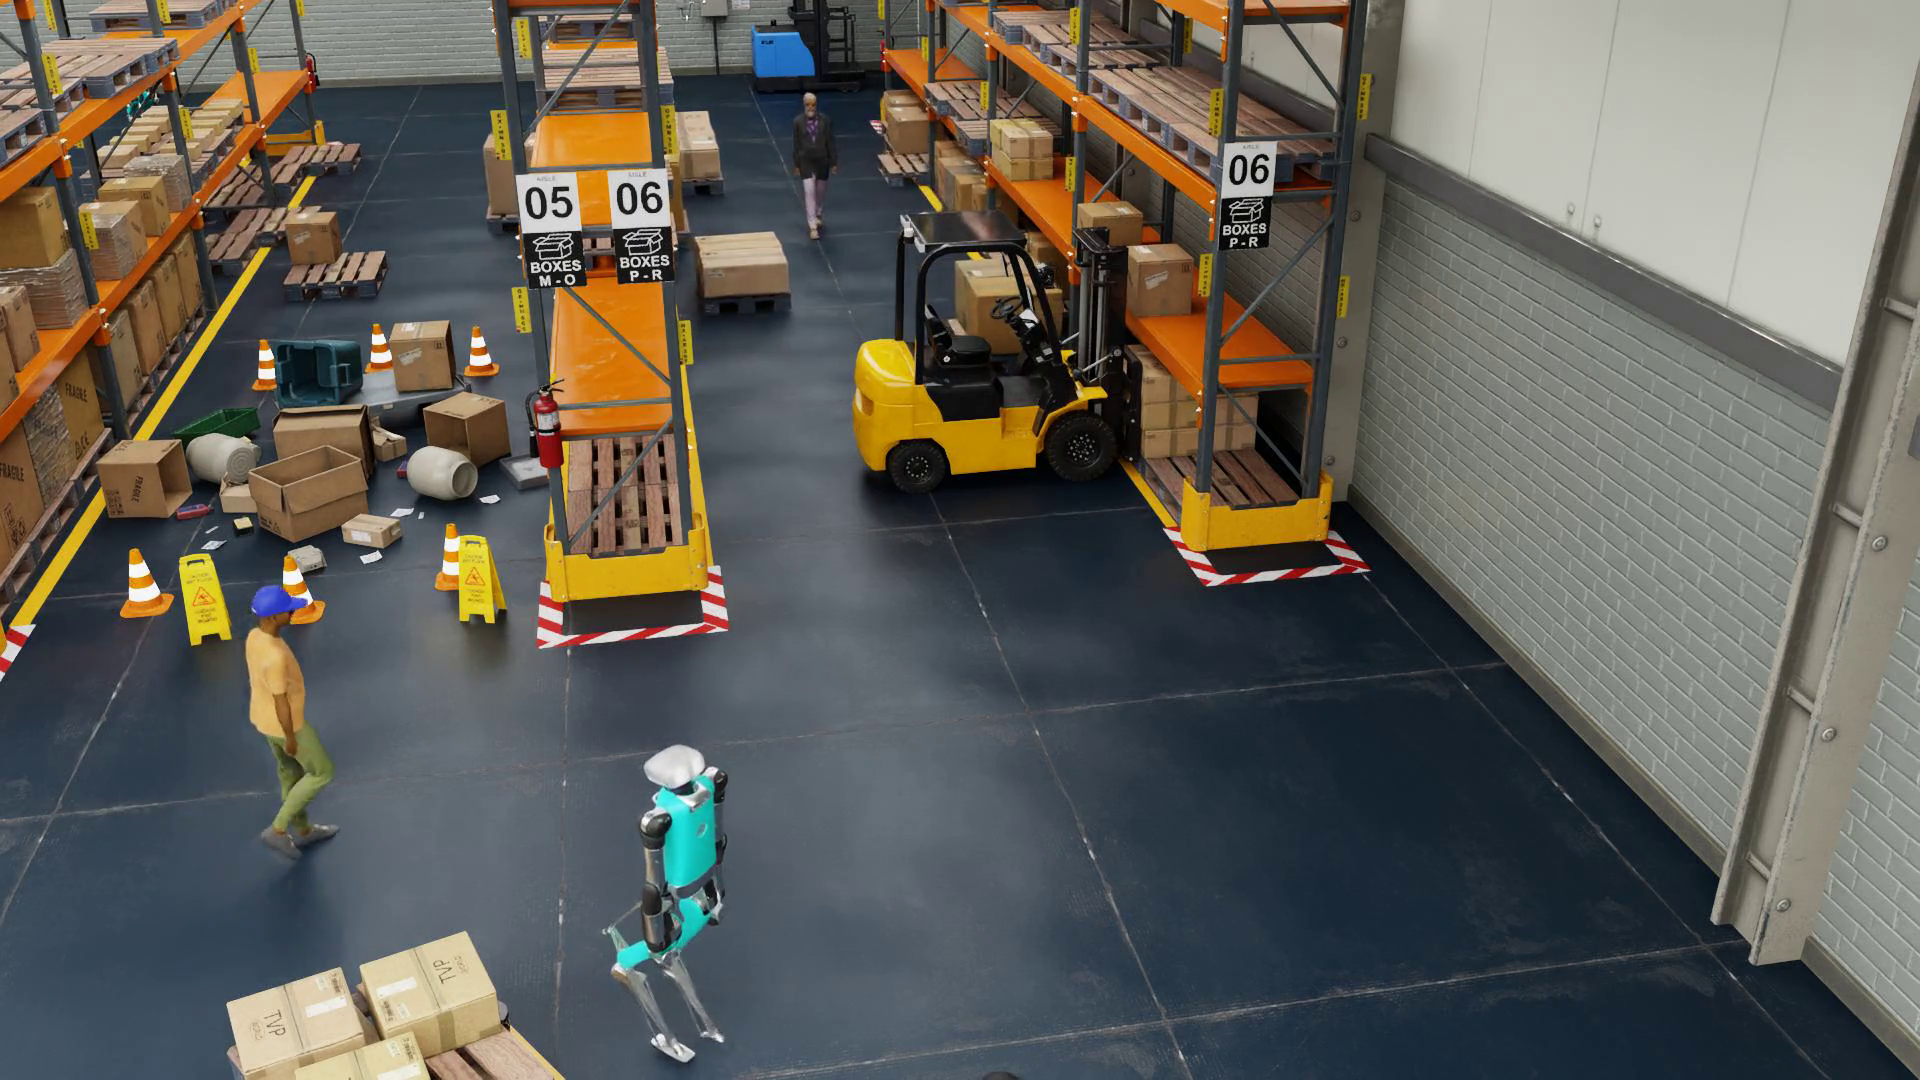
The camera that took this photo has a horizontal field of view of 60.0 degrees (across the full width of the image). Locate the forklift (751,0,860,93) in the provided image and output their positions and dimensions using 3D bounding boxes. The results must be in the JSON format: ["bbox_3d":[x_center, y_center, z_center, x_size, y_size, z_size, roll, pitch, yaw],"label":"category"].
[{"bbox_3d":[-2.872,-9.679,30.288,1.873,2.768,1.129,-5,26,-10],"label":"forklift"}]

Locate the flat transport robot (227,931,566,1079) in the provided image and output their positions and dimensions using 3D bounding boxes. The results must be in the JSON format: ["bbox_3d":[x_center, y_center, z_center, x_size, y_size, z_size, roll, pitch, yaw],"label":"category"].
[{"bbox_3d":[-2.587,2.653,7.604,1.431,0.231,0.659,-22,34,-38],"label":"flat transport robot"}]

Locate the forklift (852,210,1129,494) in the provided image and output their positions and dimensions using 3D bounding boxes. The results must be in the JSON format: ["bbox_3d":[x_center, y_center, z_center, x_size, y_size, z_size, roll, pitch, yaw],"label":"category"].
[{"bbox_3d":[0.216,-1.659,14.366,2.313,2.155,1.214,-5,26,-10],"label":"forklift"}]

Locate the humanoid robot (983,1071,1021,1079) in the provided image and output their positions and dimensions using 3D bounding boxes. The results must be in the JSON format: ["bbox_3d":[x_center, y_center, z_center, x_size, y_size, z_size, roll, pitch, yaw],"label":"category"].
[{"bbox_3d":[0.160,2.620,6.043,0.313,1.654,0.605,15,30,29],"label":"humanoid robot"}]

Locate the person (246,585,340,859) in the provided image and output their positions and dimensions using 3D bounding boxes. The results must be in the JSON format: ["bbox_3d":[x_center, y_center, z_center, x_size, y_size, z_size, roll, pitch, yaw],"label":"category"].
[{"bbox_3d":[-3.779,1.020,9.345,0.457,1.699,0.444,-21,33,-36],"label":"person"}]

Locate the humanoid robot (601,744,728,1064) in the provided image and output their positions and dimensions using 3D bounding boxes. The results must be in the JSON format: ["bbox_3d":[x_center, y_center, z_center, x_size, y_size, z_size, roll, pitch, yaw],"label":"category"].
[{"bbox_3d":[-1.432,1.719,7.850,0.669,1.795,0.535,14,29,28],"label":"humanoid robot"}]

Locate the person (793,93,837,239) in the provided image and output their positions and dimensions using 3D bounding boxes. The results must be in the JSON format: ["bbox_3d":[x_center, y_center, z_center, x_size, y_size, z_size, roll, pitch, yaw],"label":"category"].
[{"bbox_3d":[-1.875,-4.882,21.516,0.546,1.809,0.968,-5,26,-10],"label":"person"}]

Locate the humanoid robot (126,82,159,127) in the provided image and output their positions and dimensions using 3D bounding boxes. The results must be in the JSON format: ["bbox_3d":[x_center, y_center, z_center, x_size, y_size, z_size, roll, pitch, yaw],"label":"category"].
[{"bbox_3d":[-12.772,-6.970,25.795,0.735,1.677,0.533,22,33,38],"label":"humanoid robot"}]
